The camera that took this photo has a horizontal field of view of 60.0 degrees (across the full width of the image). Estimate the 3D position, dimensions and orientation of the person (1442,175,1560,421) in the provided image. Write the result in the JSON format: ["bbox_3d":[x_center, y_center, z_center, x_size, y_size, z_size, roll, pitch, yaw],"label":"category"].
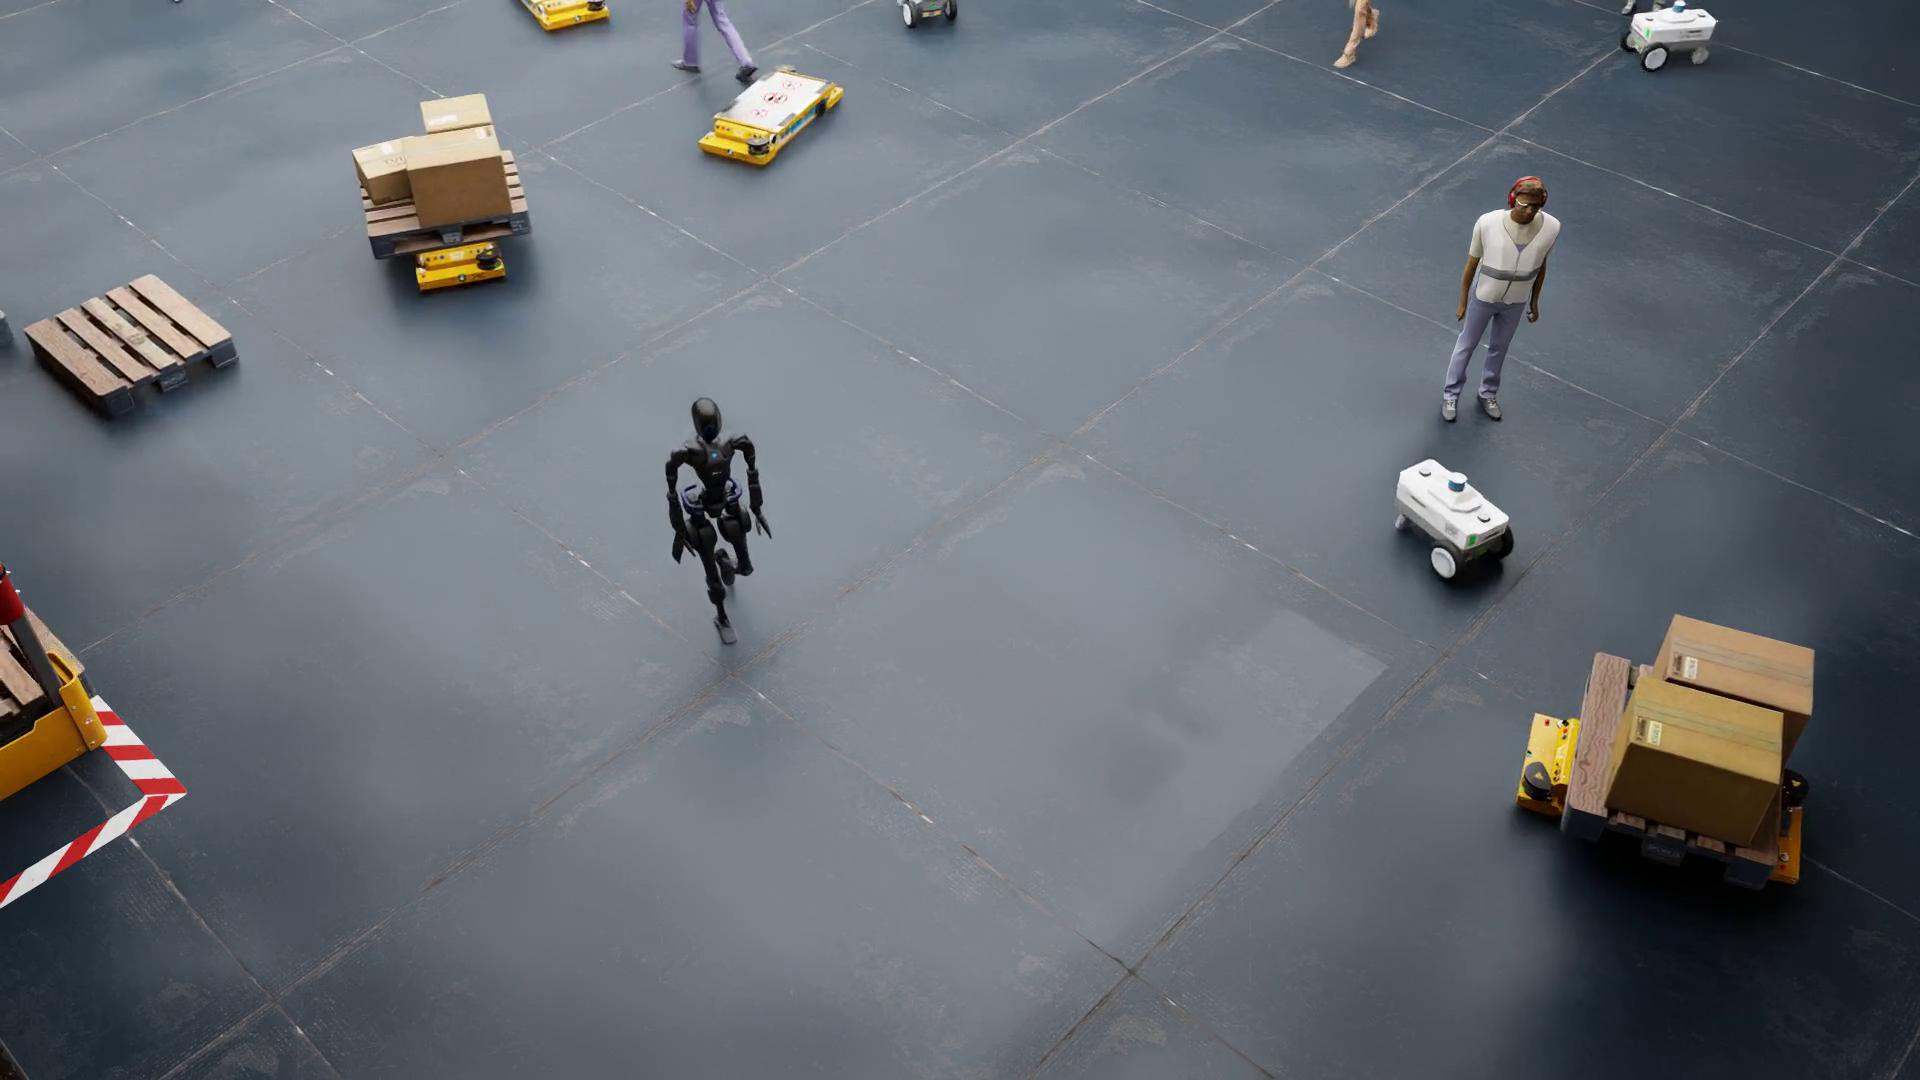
[{"bbox_3d":[3.614,-1.626,11.153,0.563,1.847,0.388,-1,42,-1],"label":"person"}]

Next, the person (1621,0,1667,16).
[{"bbox_3d":[6.772,-5.917,15.936,0.562,1.833,0.408,17,45,18],"label":"person"}]

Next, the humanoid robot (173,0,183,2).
[{"bbox_3d":[-8.186,-6.257,16.416,0.535,1.776,1.015,-31,50,-30],"label":"humanoid robot"}]

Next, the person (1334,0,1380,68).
[{"bbox_3d":[3.787,-5.285,15.324,0.484,1.718,0.756,31,50,29],"label":"person"}]

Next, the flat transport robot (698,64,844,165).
[{"bbox_3d":[-1.660,-3.774,14.721,0.659,0.231,1.431,18,45,19],"label":"flat transport robot"}]

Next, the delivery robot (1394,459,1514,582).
[{"bbox_3d":[3.103,-0.161,10.481,0.517,0.581,0.752,-23,47,-23],"label":"delivery robot"}]

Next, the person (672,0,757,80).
[{"bbox_3d":[-2.290,-4.992,14.929,0.874,1.808,0.602,27,48,26],"label":"person"}]

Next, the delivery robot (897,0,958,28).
[{"bbox_3d":[-0.365,-5.380,16.305,0.500,0.612,0.784,-15,44,-16],"label":"delivery robot"}]

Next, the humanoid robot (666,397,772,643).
[{"bbox_3d":[-1.438,-0.177,9.675,0.595,1.638,0.589,-18,45,-19],"label":"humanoid robot"}]

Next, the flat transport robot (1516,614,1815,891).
[{"bbox_3d":[3.804,1.361,9.014,1.431,0.231,0.659,15,44,16],"label":"flat transport robot"}]

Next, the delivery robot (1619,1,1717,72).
[{"bbox_3d":[6.661,-4.754,15.582,0.759,0.575,0.499,-6,42,-7],"label":"delivery robot"}]

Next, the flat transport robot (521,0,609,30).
[{"bbox_3d":[-4.091,-5.518,16.659,0.659,0.231,1.431,-21,46,-22],"label":"flat transport robot"}]

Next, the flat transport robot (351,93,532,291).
[{"bbox_3d":[-4.072,-2.489,13.293,0.659,0.231,1.431,-13,44,-14],"label":"flat transport robot"}]
